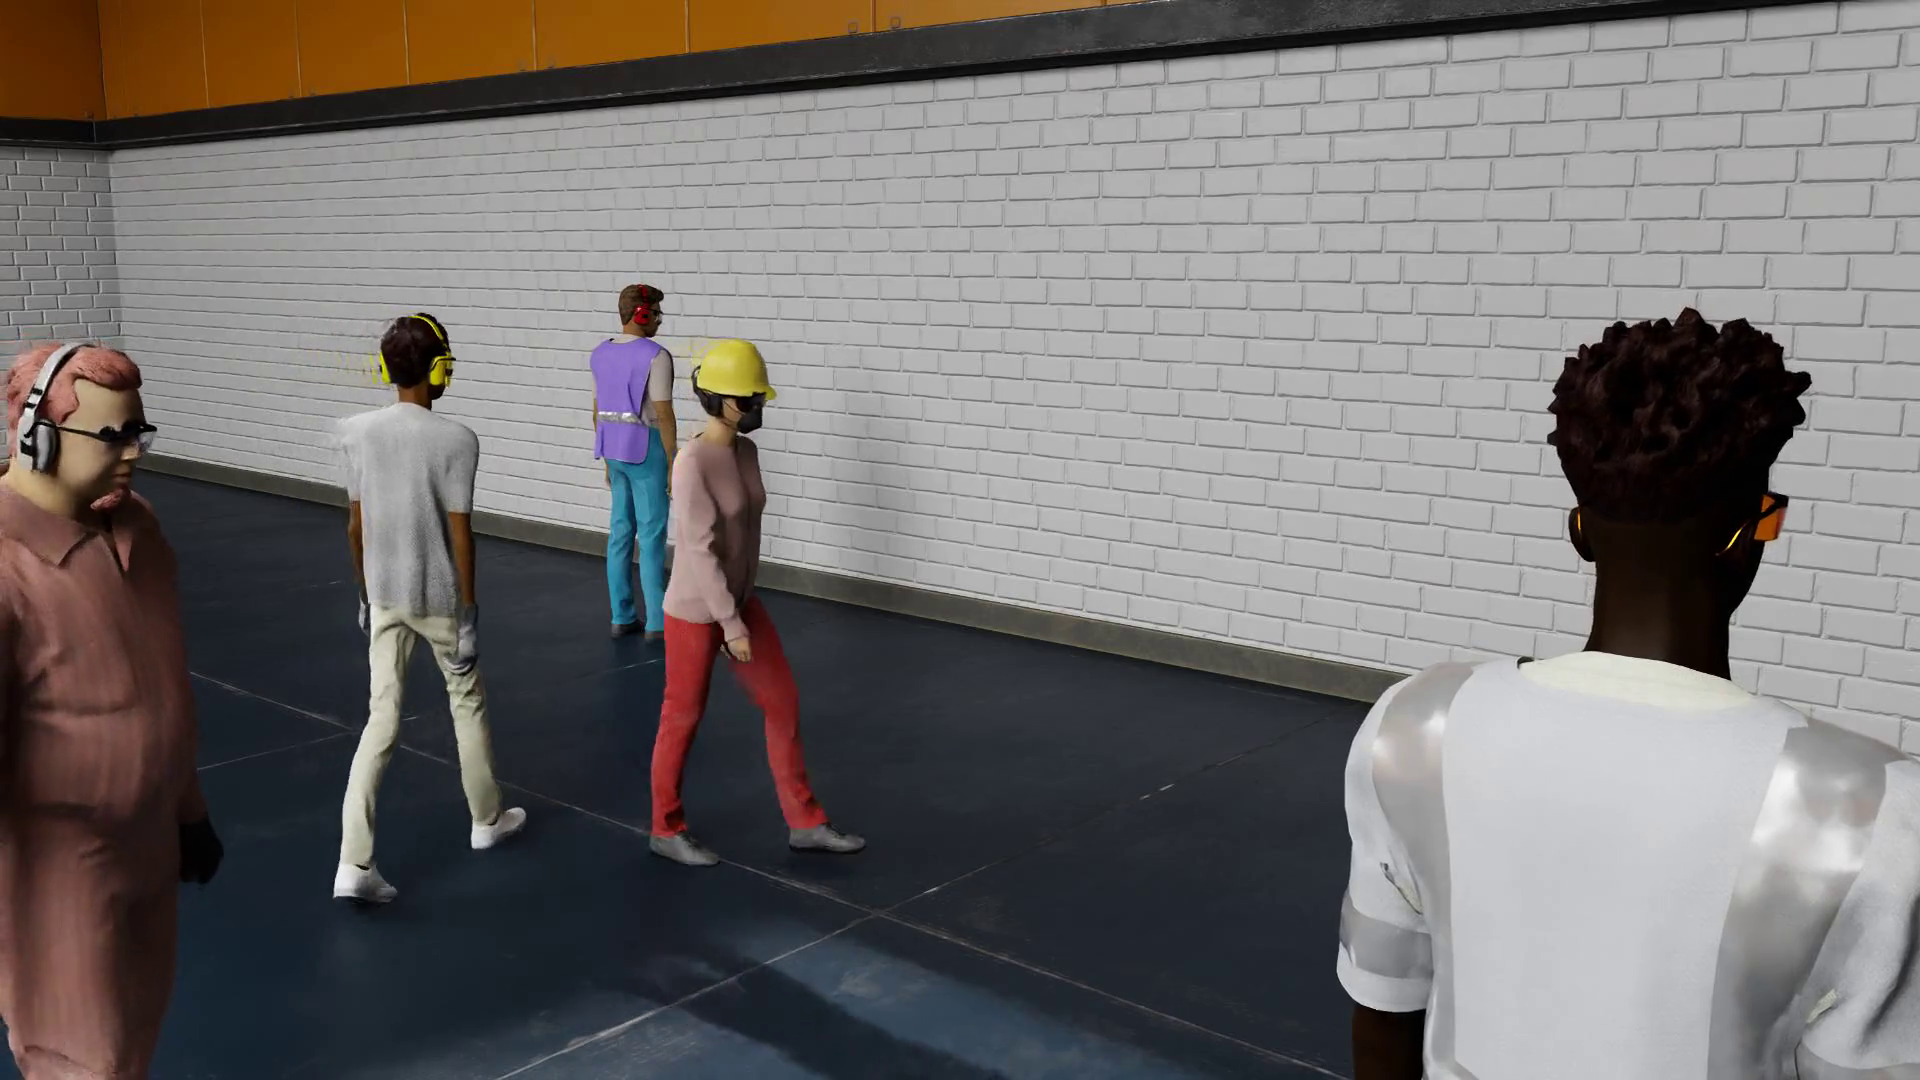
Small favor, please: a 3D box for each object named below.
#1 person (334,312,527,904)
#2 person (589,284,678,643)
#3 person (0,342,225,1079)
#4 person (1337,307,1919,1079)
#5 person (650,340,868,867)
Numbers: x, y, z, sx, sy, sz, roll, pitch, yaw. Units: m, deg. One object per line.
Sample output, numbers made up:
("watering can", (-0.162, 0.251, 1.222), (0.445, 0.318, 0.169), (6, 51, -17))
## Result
("person", (-1.749, 0.202, 5.269), (0.536, 1.829, 0.961), (2, 10, 12))
("person", (-1.663, -0.385, 8.553), (0.563, 1.838, 0.388), (8, 12, 37))
("person", (-1.651, 0.570, 3.098), (0.544, 1.859, 0.819), (0, 10, 1))
("person", (0.672, 0.755, 1.692), (0.607, 1.967, 0.367), (9, 14, 42))
("person", (-0.678, 0.234, 5.322), (0.825, 1.729, 0.527), (4, 11, 20))
